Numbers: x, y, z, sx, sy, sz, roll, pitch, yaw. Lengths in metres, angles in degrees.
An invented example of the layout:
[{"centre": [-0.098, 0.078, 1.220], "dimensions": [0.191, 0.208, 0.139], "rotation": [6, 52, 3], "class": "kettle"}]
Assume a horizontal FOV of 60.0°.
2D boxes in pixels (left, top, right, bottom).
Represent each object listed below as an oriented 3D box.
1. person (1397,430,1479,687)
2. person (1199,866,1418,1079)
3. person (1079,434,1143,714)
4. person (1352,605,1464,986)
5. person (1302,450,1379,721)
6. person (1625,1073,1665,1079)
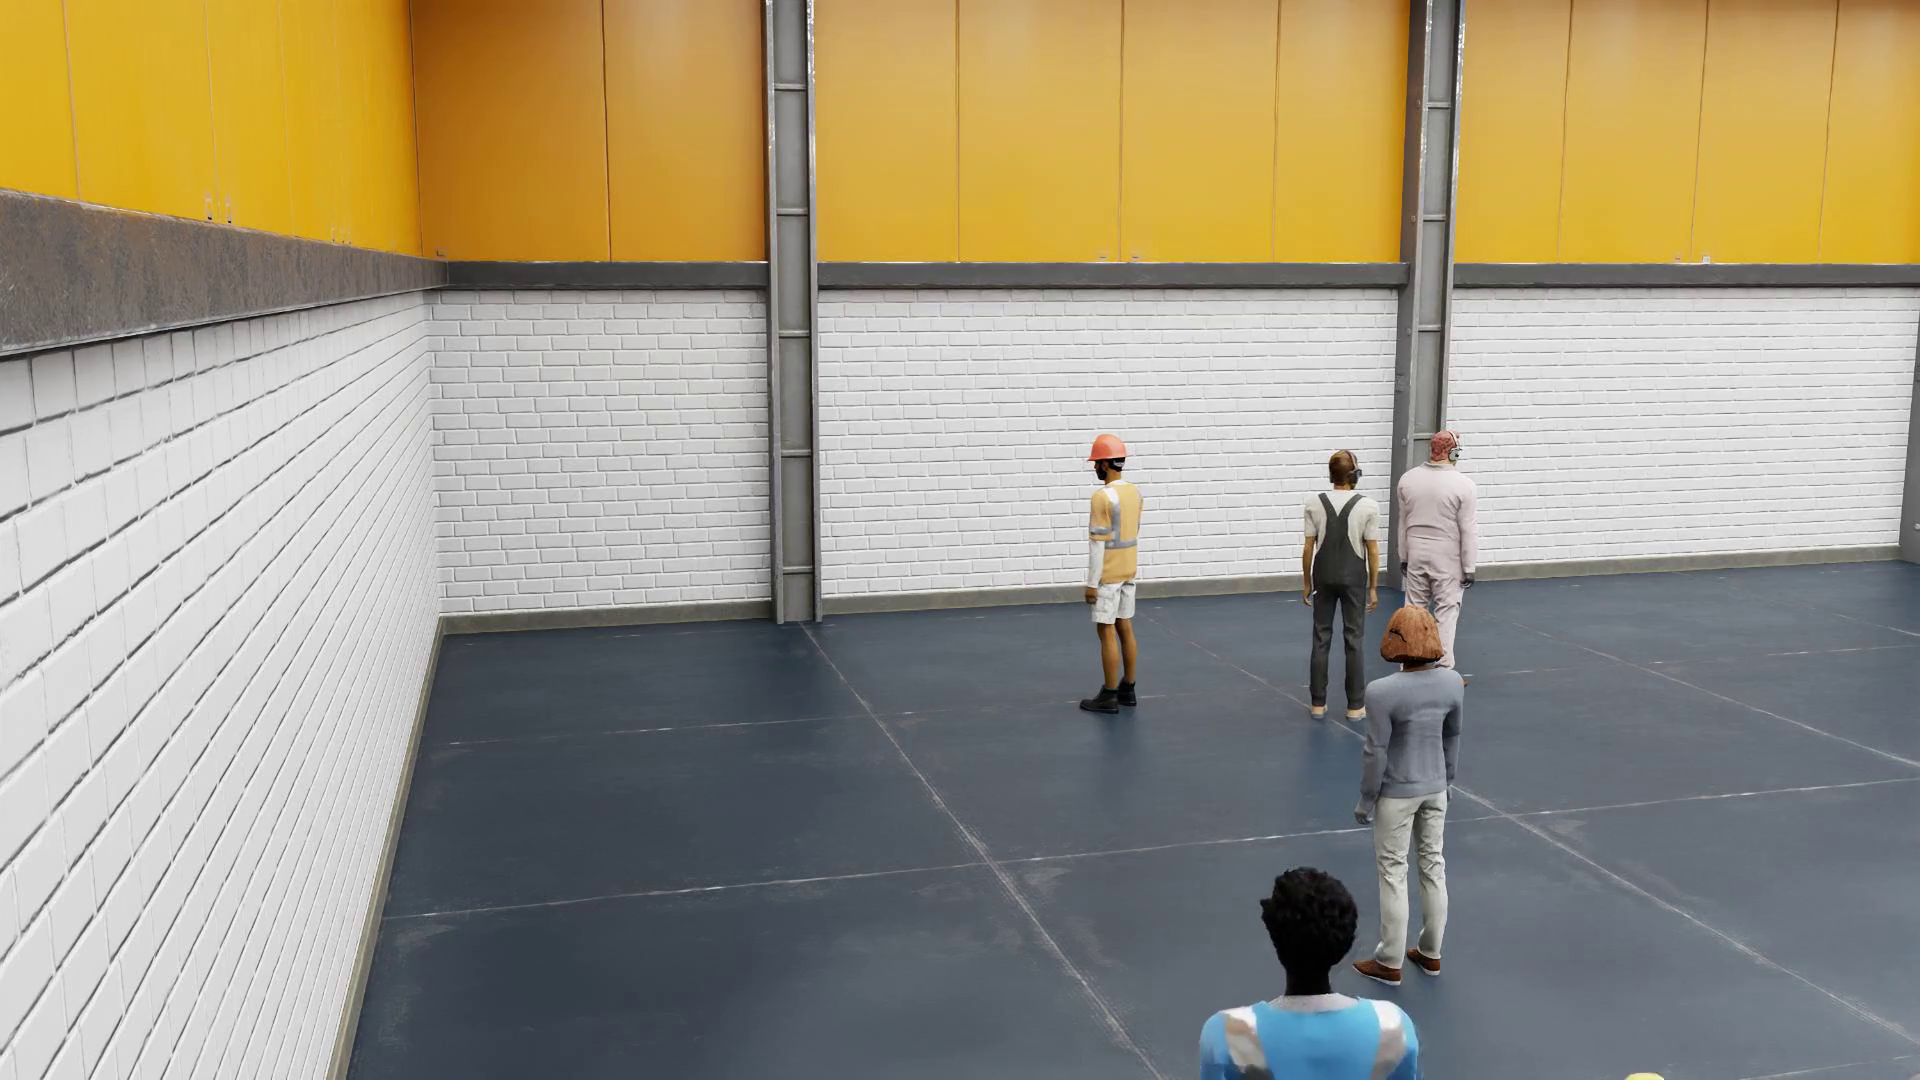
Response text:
[{"centre": [3.506, 0.143, 12.176], "dimensions": [0.403, 1.902, 0.646], "rotation": [-8, 12, -41], "class": "person"}, {"centre": [0.802, 1.591, 3.827], "dimensions": [0.536, 1.682, 0.555], "rotation": [-1, 9, -6], "class": "person"}, {"centre": [1.035, 0.230, 11.541], "dimensions": [0.382, 1.931, 0.541], "rotation": [6, 11, 35], "class": "person"}, {"centre": [1.913, 1.086, 7.112], "dimensions": [0.500, 1.633, 0.284], "rotation": [-4, 10, -25], "class": "person"}, {"centre": [2.578, 0.311, 11.298], "dimensions": [0.506, 1.842, 0.342], "rotation": [4, 10, 23], "class": "person"}, {"centre": [1.127, 1.748, 2.687], "dimensions": [0.507, 1.728, 0.843], "rotation": [2, 9, 11], "class": "person"}]
